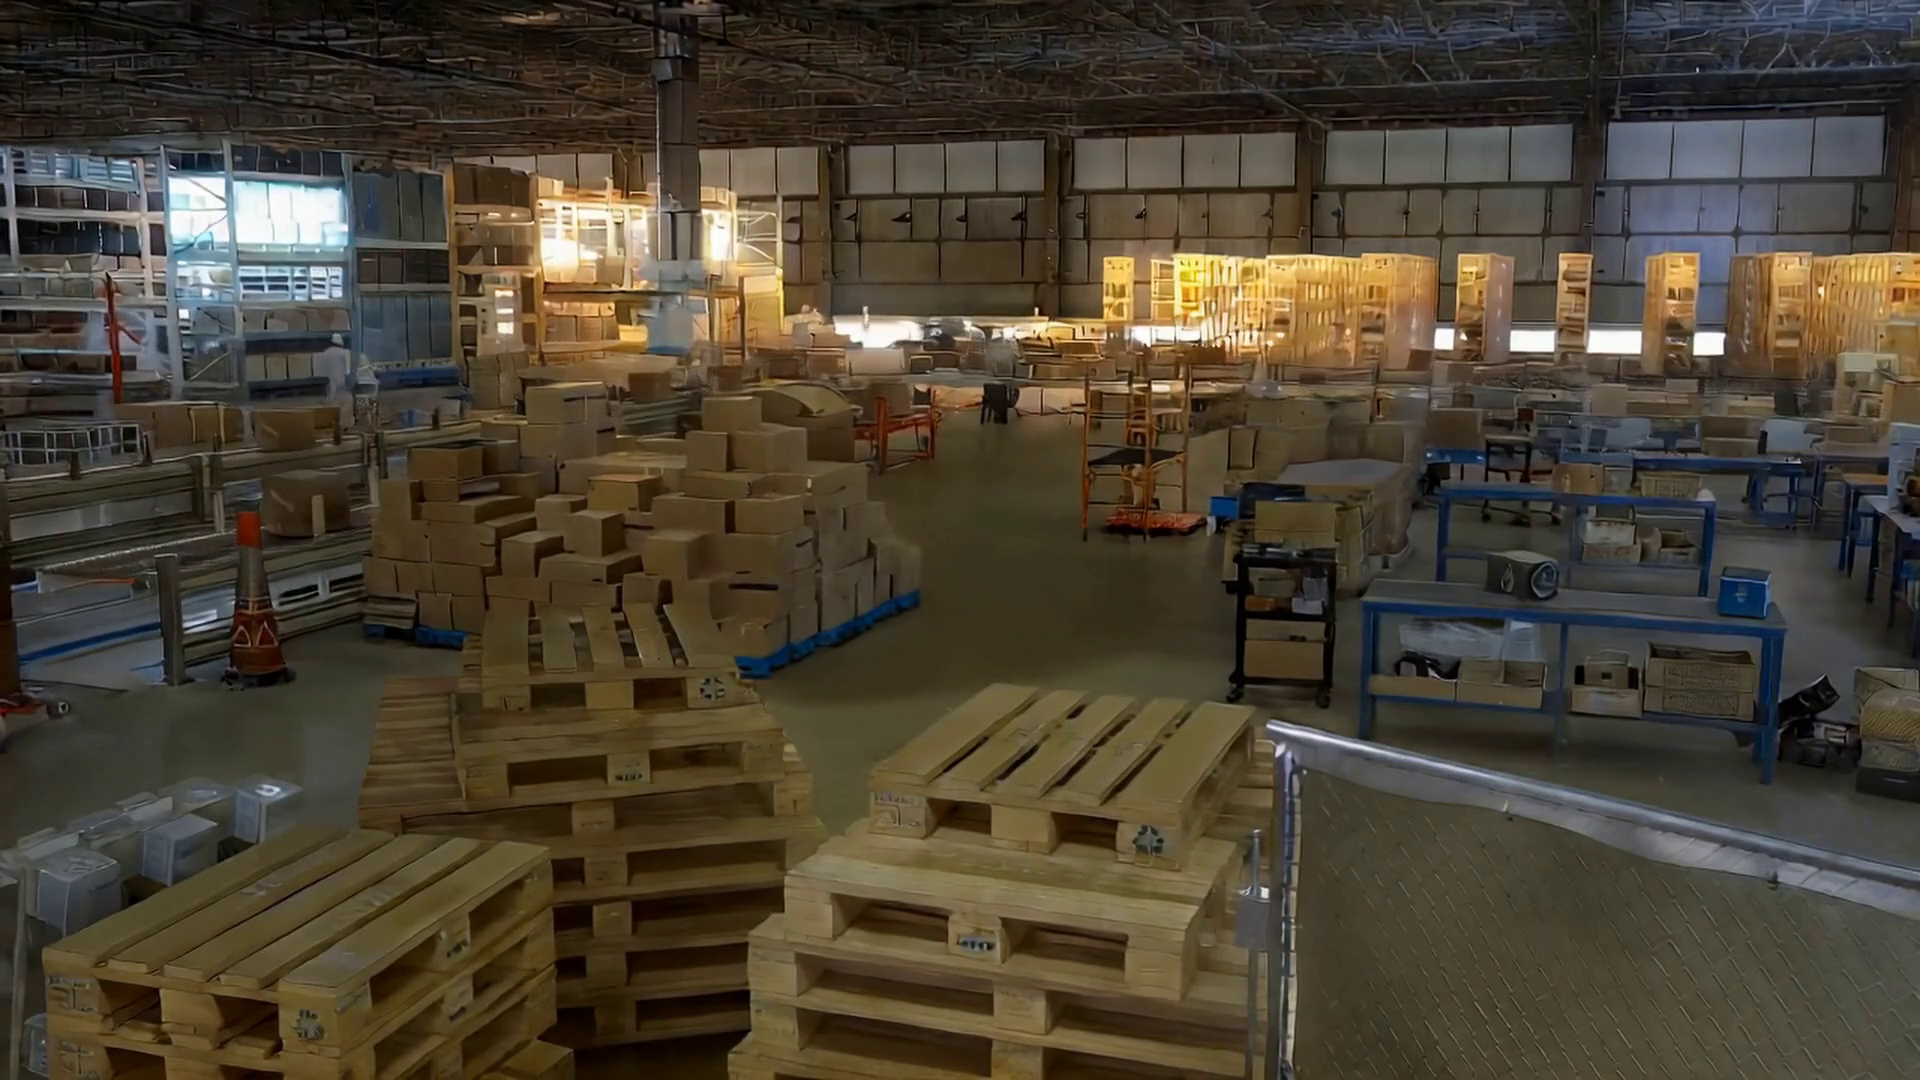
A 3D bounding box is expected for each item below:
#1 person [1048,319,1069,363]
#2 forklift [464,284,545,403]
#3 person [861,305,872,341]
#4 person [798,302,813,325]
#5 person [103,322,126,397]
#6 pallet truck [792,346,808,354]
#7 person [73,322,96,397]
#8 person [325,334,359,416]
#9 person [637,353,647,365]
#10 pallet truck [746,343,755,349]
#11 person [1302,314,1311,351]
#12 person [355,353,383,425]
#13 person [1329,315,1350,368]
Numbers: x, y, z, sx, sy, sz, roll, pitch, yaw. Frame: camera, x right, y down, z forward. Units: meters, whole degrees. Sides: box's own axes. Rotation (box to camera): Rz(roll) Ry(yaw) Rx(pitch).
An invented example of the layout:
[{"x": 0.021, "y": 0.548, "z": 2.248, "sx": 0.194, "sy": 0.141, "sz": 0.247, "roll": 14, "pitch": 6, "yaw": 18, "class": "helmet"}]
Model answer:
[{"x": 2.633, "y": -5.005, "z": 44.664, "sx": 0.625, "sy": 1.886, "sz": 1.017, "roll": -1, "pitch": 9, "yaw": -7, "class": "person"}, {"x": -10.832, "y": -4.702, "z": 39.610, "sx": 1.129, "sy": 2.768, "sz": 1.873, "roll": 3, "pitch": 10, "yaw": 20, "class": "forklift"}, {"x": -3.743, "y": -8.465, "z": 66.541, "sx": 0.439, "sy": 1.827, "sz": 0.642, "roll": -1, "pitch": 9, "yaw": -4, "class": "person"}, {"x": -6.022, "y": -8.270, "z": 64.837, "sx": 0.614, "sy": 1.981, "sz": 0.555, "roll": -2, "pitch": 9, "yaw": -12, "class": "person"}, {"x": -21.052, "y": -4.494, "z": 41.422, "sx": 0.671, "sy": 1.884, "sz": 0.462, "roll": 4, "pitch": 10, "yaw": 22, "class": "person"}, {"x": -3.705, "y": -4.298, "z": 42.022, "sx": 0.653, "sy": 1.274, "sz": 1.630, "roll": 3, "pitch": 10, "yaw": 20, "class": "pallet truck"}, {"x": -21.844, "y": -4.491, "z": 41.460, "sx": 0.675, "sy": 1.867, "sz": 0.541, "roll": 7, "pitch": 12, "yaw": 38, "class": "person"}, {"x": -13.256, "y": -3.498, "z": 35.489, "sx": 0.611, "sy": 1.786, "sz": 0.924, "roll": 3, "pitch": 9, "yaw": 17, "class": "person"}, {"x": -10.078, "y": -6.322, "z": 52.814, "sx": 0.564, "sy": 1.914, "sz": 0.434, "roll": -1, "pitch": 9, "yaw": -5, "class": "person"}, {"x": -6.183, "y": -4.618, "z": 44.264, "sx": 1.601, "sy": 1.201, "sz": 0.680, "roll": -9, "pitch": 12, "yaw": -43, "class": "pallet truck"}, {"x": 12.374, "y": -7.344, "z": 59.459, "sx": 0.390, "sy": 1.839, "sz": 0.564, "roll": 2, "pitch": 9, "yaw": 11, "class": "person"}, {"x": -10.957, "y": -2.673, "z": 30.831, "sx": 0.631, "sy": 1.609, "sz": 0.504, "roll": -8, "pitch": 12, "yaw": -40, "class": "person"}, {"x": 11.588, "y": -5.954, "z": 50.827, "sx": 0.596, "sy": 1.815, "sz": 0.429, "roll": 1, "pitch": 9, "yaw": 7, "class": "person"}]
